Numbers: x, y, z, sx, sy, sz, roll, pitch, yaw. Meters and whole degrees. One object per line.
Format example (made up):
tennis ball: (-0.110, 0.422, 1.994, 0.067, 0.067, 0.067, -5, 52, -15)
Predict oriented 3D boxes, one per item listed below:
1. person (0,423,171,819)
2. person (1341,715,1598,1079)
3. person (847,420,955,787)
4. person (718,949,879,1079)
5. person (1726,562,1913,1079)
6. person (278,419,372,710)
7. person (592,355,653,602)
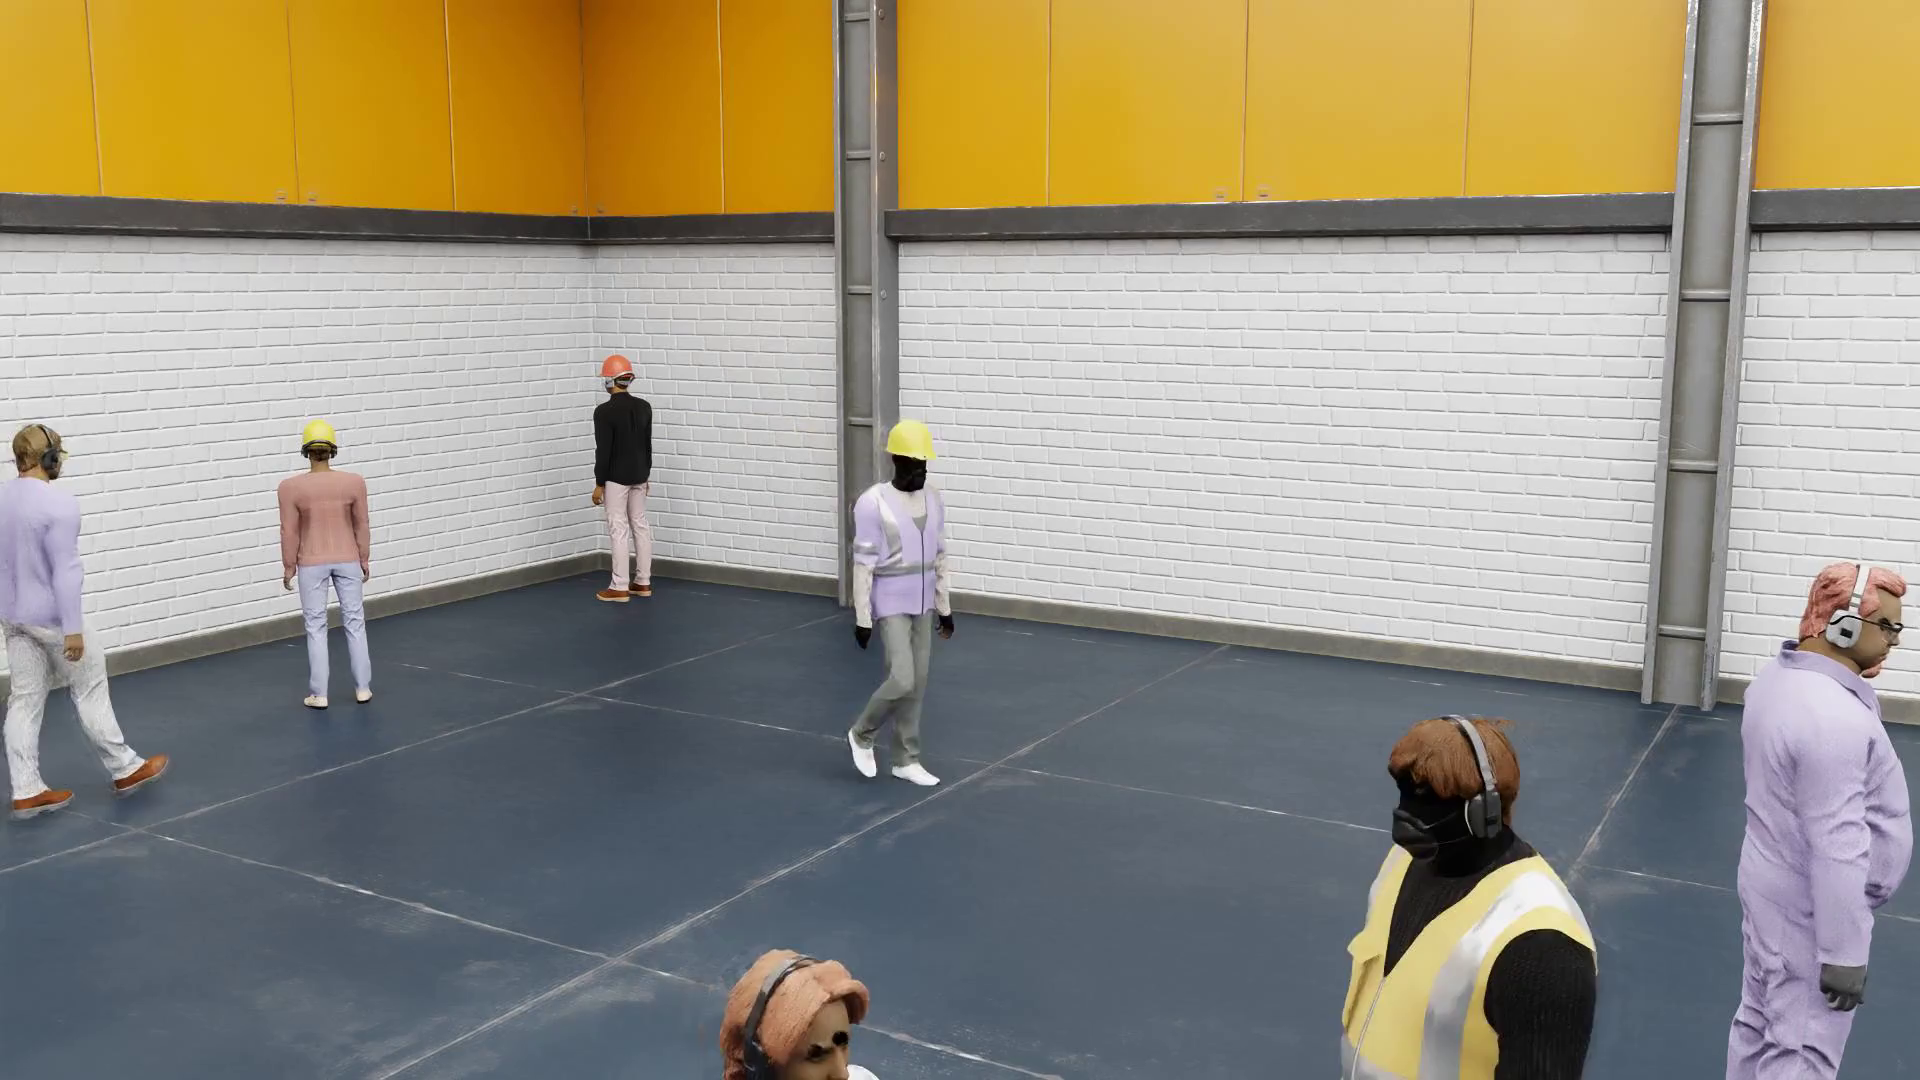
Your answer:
person: (-4.424, 0.376, 8.253, 0.658, 1.913, 0.805, 4, 10, 24)
person: (1.064, 1.225, 3.305, 0.810, 1.816, 0.630, -2, 9, -11)
person: (-0.291, 0.330, 8.549, 0.453, 1.911, 0.594, 8, 12, 39)
person: (-0.300, 1.427, 2.711, 0.870, 1.593, 0.534, 7, 11, 37)
person: (2.293, 0.998, 4.438, 0.403, 1.901, 0.637, 2, 9, 13)
person: (-3.860, 0.150, 10.138, 0.523, 1.769, 0.324, -5, 11, -30)
person: (-2.738, -0.498, 13.474, 0.377, 1.995, 0.608, 6, 11, 32)
